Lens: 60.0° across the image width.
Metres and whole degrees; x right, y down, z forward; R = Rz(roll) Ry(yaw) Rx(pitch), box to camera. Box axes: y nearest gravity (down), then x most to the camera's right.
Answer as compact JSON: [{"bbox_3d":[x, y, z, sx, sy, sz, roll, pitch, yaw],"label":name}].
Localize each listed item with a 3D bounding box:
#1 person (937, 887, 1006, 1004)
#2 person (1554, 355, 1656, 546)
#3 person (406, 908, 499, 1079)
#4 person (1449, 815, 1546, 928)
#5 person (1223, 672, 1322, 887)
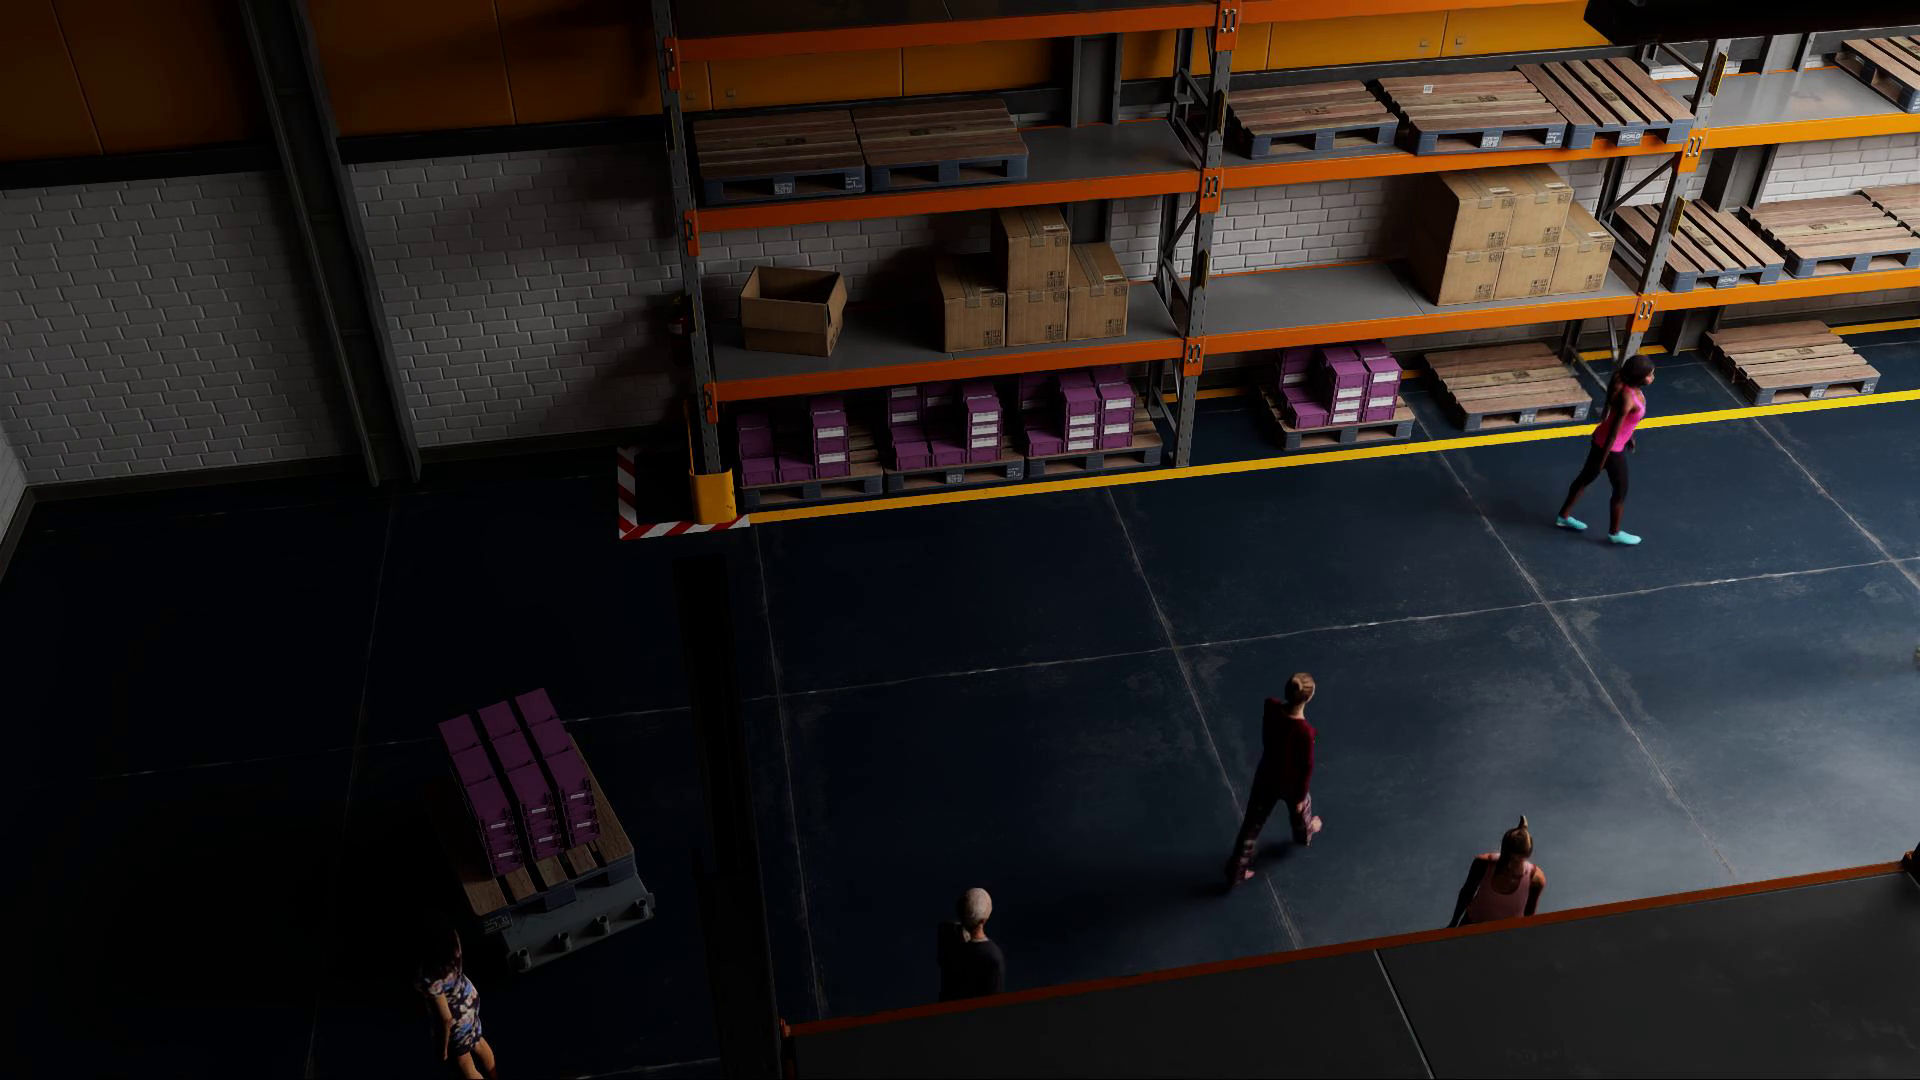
[{"bbox_3d":[0.015,2.554,9.062,0.878,1.711,0.937,22,44,26],"label":"person"},{"bbox_3d":[5.065,-0.757,13.220,0.982,1.696,0.815,11,40,13],"label":"person"},{"bbox_3d":[-2.742,2.579,9.013,0.562,1.733,0.626,-1,39,-1],"label":"person"},{"bbox_3d":[3.077,2.174,9.597,1.023,1.636,1.010,16,41,19],"label":"person"},{"bbox_3d":[1.959,1.521,10.402,1.184,1.653,0.977,-27,46,-30],"label":"person"}]
